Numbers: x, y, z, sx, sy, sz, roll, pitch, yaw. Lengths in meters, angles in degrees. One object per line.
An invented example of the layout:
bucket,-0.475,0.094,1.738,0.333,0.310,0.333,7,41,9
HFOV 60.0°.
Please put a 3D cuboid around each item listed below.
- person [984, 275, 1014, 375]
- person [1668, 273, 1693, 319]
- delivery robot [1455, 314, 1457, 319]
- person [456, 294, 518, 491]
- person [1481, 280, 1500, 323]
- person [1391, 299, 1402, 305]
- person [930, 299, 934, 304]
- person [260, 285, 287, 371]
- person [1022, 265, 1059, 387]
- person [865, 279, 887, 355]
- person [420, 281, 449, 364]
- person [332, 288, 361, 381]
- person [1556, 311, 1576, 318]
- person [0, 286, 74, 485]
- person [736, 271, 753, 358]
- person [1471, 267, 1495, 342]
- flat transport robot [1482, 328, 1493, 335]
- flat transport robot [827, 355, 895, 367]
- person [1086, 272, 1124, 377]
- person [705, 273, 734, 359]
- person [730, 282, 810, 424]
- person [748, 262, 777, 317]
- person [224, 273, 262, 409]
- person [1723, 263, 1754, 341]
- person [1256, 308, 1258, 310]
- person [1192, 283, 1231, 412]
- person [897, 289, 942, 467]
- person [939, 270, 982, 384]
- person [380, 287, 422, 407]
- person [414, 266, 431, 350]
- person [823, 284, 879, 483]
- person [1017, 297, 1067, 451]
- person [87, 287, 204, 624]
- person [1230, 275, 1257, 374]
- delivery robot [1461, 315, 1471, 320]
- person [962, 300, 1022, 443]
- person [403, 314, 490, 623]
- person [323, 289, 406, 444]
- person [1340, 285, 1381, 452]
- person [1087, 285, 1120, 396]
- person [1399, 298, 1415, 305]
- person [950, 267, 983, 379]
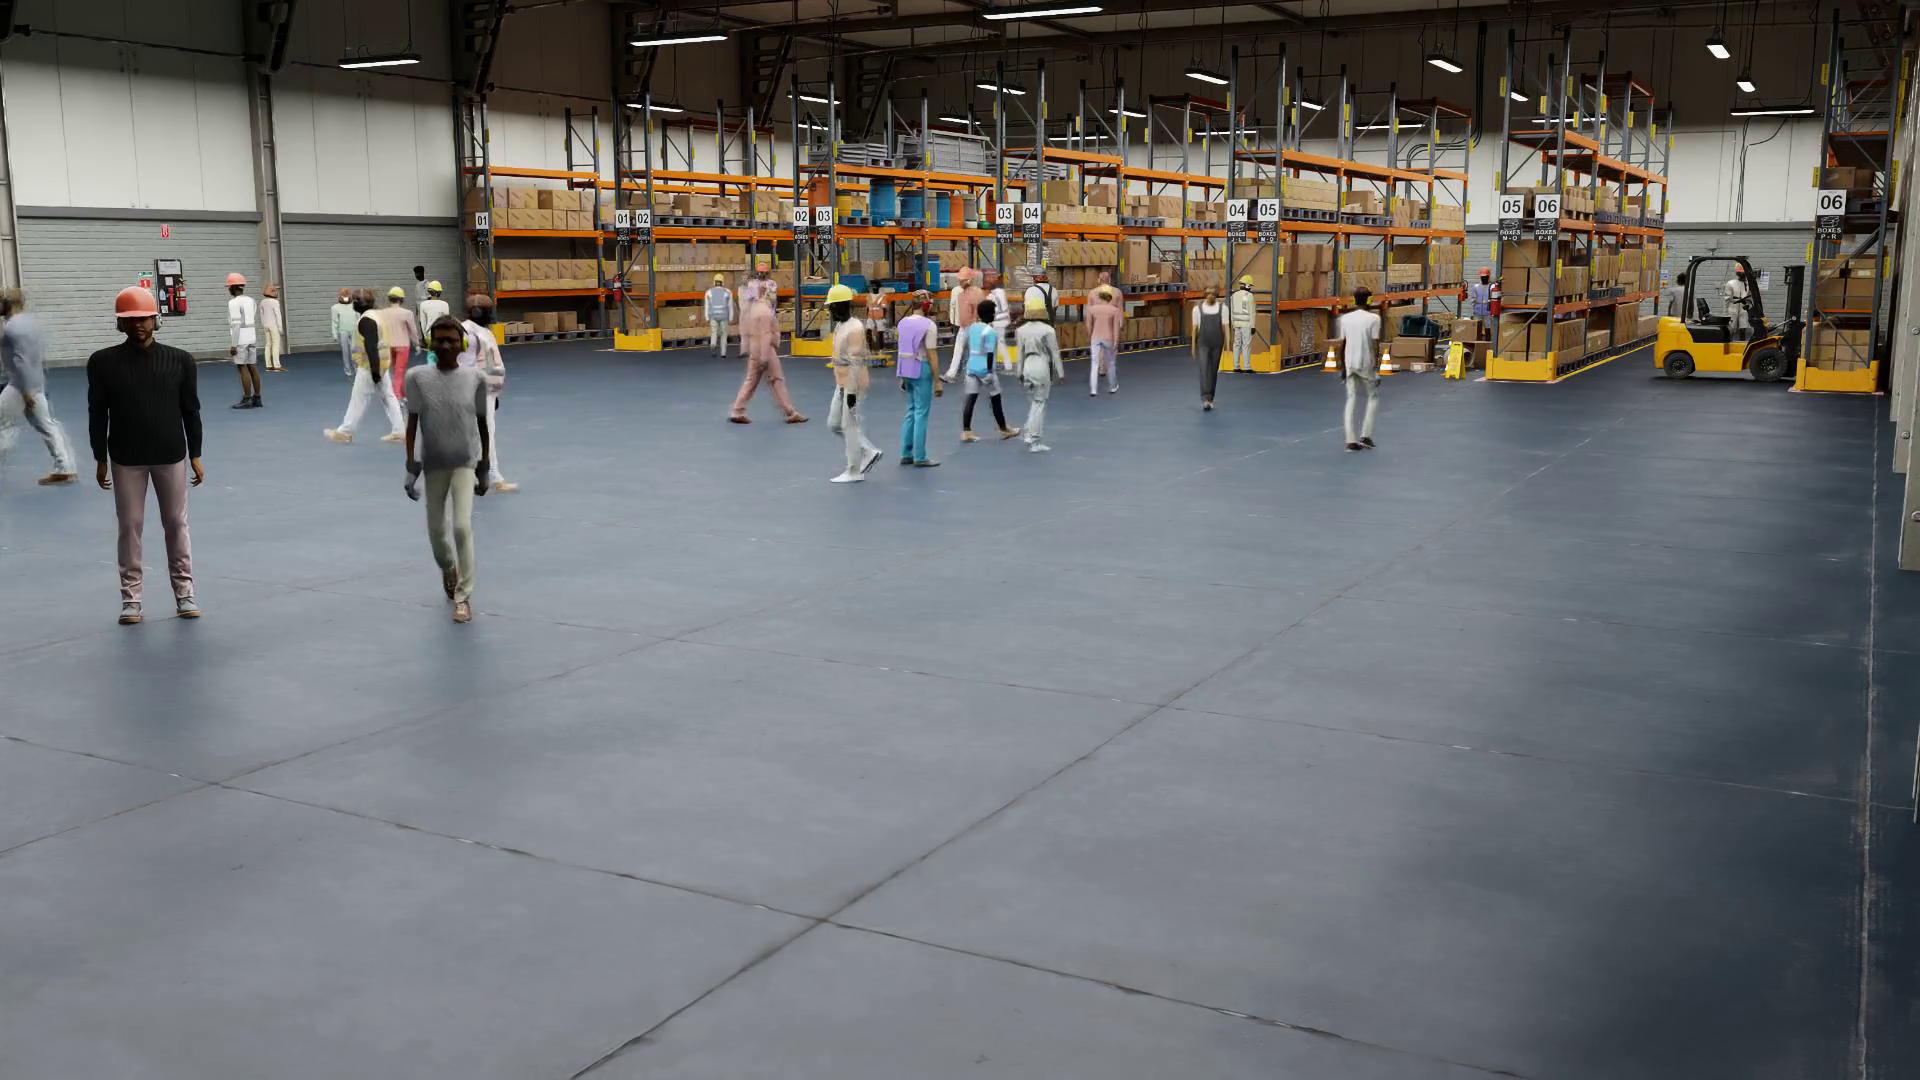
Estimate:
person,0.626,-3.942,30.527,0.807,1.830,0.660,4,10,21
person,15.108,-4.675,34.871,0.513,1.831,0.973,4,11,23
delivery robot,13.784,-6.038,46.263,0.477,0.478,0.707,-4,10,-23
person,-4.425,-1.366,15.479,0.473,1.841,0.640,-1,10,-3
person,14.460,-6.367,45.473,0.568,1.575,0.920,-8,12,-37
person,11.922,-6.473,45.995,0.535,1.608,0.723,9,13,42
person,-1.119,-8.660,58.727,0.501,1.633,0.282,-4,10,-22
person,-13.029,-4.012,31.521,0.507,1.631,0.266,6,11,30
person,1.276,-3.553,27.642,0.688,2.000,0.539,-9,13,-42
person,-1.837,-4.714,35.485,0.557,1.667,0.708,5,11,26
person,-8.642,-3.389,27.487,0.522,1.769,0.311,2,10,10
person,-10.655,-3.572,28.989,0.537,1.609,0.651,-5,11,-27
person,14.747,-5.672,40.467,0.667,1.903,0.432,3,10,18
person,-8.953,-1.432,15.663,1.019,1.883,0.632,-3,10,-16
person,-4.483,-4.856,35.773,0.651,1.871,0.801,7,12,34
person,11.190,-4.851,35.540,0.547,1.937,0.379,6,11,31
flat transport robot,14.736,-5.758,45.723,0.652,0.197,1.431,5,11,28
flat transport robot,-1.919,-3.493,32.461,0.652,0.197,1.431,6,11,30
person,2.629,-3.907,30.141,0.684,1.887,0.557,1,10,6
person,-5.063,-4.701,35.032,0.578,1.811,0.450,0,10,1
person,-2.521,-2.419,21.588,1.028,1.851,0.654,-4,11,-24
person,-4.141,-4.796,34.903,0.608,2.046,0.367,-1,10,-6
person,-10.282,-2.842,23.787,0.378,1.932,0.551,1,10,8
person,16.192,-4.738,34.576,0.614,2.041,0.390,4,11,25
person,6.026,-4.755,35.047,0.549,1.919,0.717,5,11,27
person,3.526,-2.699,23.359,0.537,1.793,0.970,1,10,3
person,-0.439,-1.661,17.170,0.397,1.834,0.575,-7,12,-37
person,0.119,-3.607,28.249,1.022,1.939,0.627,-9,13,-42
person,-8.137,-2.810,24.230,0.535,1.724,0.903,2,10,11
person,-12.456,-5.377,38.570,0.600,1.956,0.385,9,13,44
person,-1.068,-1.497,16.006,0.475,1.909,0.589,-4,10,-21
person,0.896,-1.849,18.619,0.532,1.722,0.439,9,13,43
person,-4.845,-0.505,9.929,0.612,1.995,0.382,-5,11,-28
person,5.252,-3.966,30.694,0.403,1.824,0.589,-6,11,-32
delivery robot,13.864,-5.937,45.668,0.707,0.478,0.477,1,10,4
person,0.336,-1.973,19.486,0.809,1.652,0.544,-7,12,-36
person,-3.118,-0.460,10.138,0.523,1.843,0.824,-2,10,-13
person,-6.933,-2.011,19.340,0.955,1.791,0.651,-1,10,-7
person,4.513,-1.918,18.610,0.565,1.850,0.602,8,13,39
person,2.248,-3.121,26.073,0.540,1.716,0.926,3,10,17
person,12.425,-6.683,46.391,0.437,1.904,0.614,-6,12,-33
person,0.101,-3.849,29.527,0.608,1.989,0.387,3,10,17
